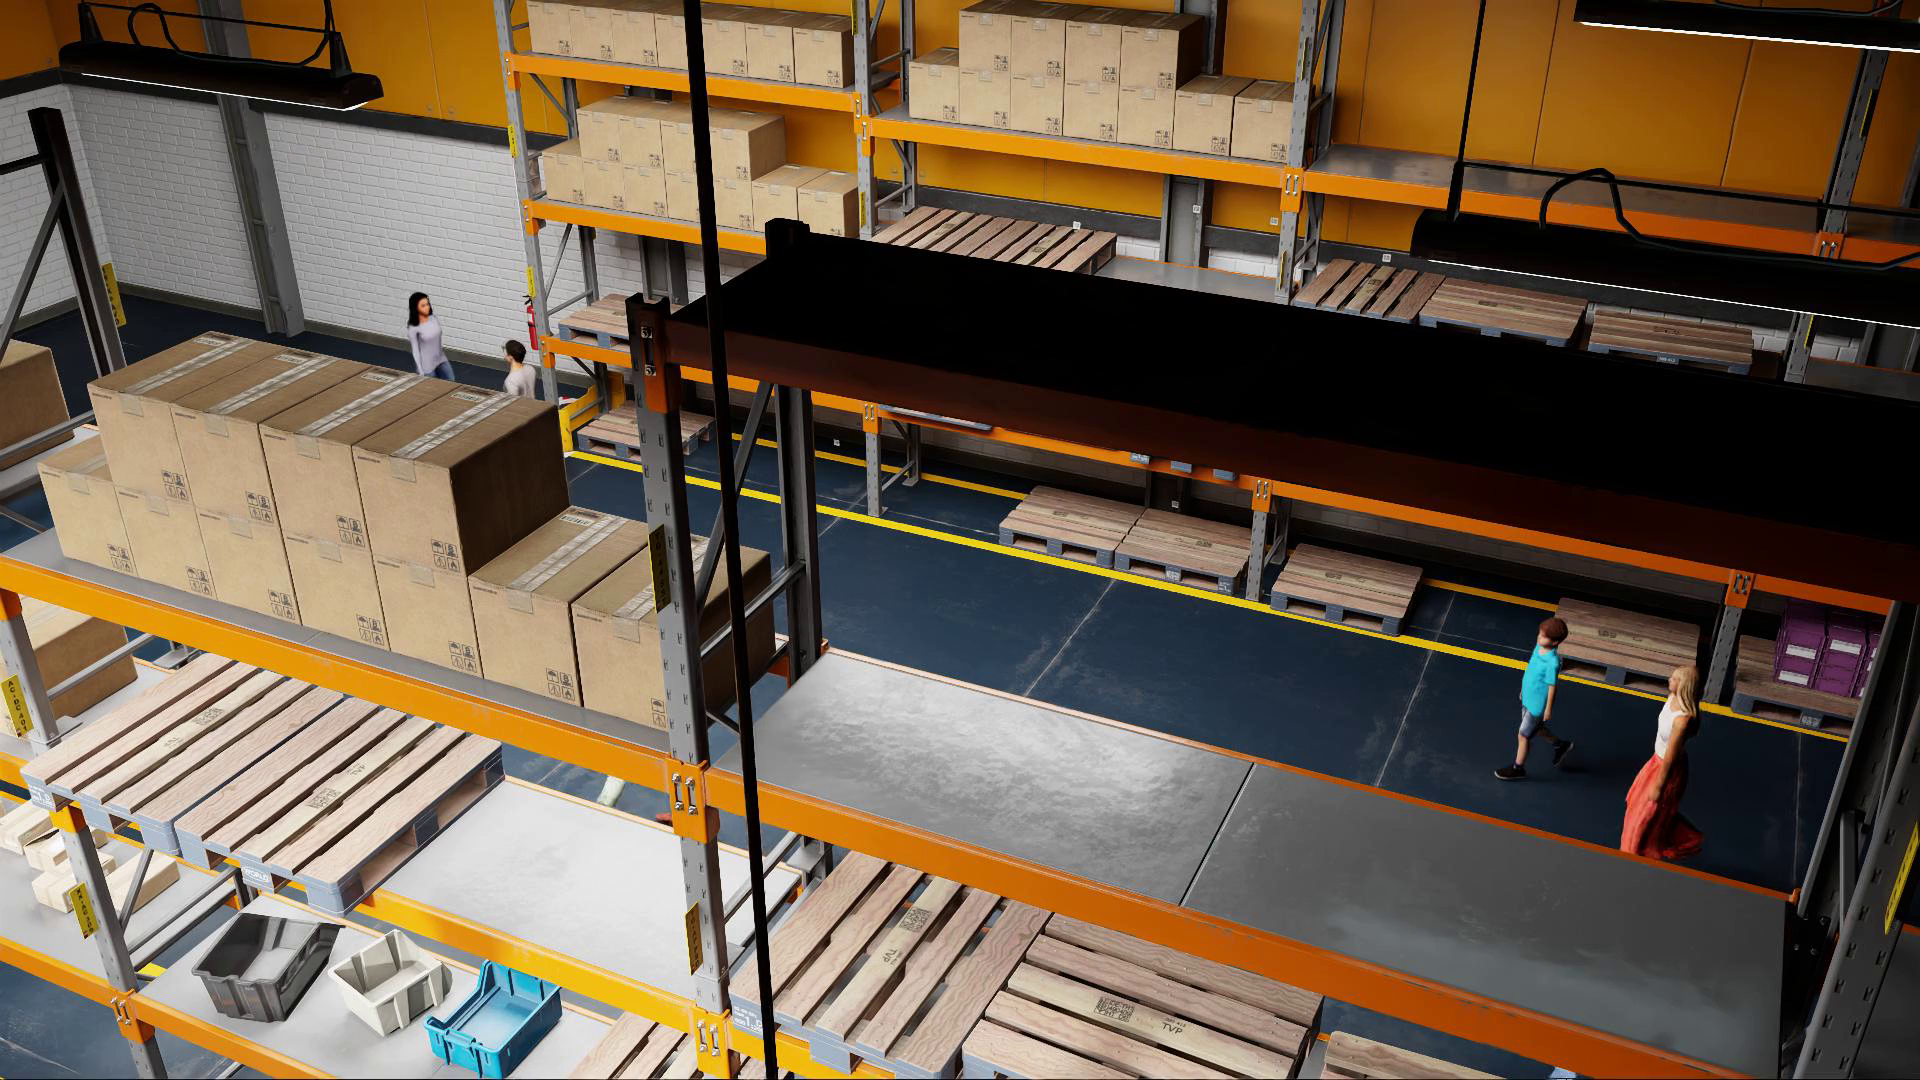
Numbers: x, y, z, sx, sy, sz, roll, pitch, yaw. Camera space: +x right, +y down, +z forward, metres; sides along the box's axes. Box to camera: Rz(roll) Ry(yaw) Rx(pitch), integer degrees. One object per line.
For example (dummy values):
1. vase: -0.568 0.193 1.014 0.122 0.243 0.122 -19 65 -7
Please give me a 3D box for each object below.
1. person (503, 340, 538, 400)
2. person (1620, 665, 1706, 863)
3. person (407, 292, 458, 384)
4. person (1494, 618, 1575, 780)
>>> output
1. person: -4.490 -1.261 17.124 0.547 1.724 0.620 10 30 17
2. person: 5.054 1.672 11.677 0.863 1.791 0.684 9 30 15
3. person: -5.902 -1.923 18.338 0.669 1.724 0.669 15 32 26
4. person: 4.539 1.222 12.874 0.913 1.435 0.719 0 29 0
